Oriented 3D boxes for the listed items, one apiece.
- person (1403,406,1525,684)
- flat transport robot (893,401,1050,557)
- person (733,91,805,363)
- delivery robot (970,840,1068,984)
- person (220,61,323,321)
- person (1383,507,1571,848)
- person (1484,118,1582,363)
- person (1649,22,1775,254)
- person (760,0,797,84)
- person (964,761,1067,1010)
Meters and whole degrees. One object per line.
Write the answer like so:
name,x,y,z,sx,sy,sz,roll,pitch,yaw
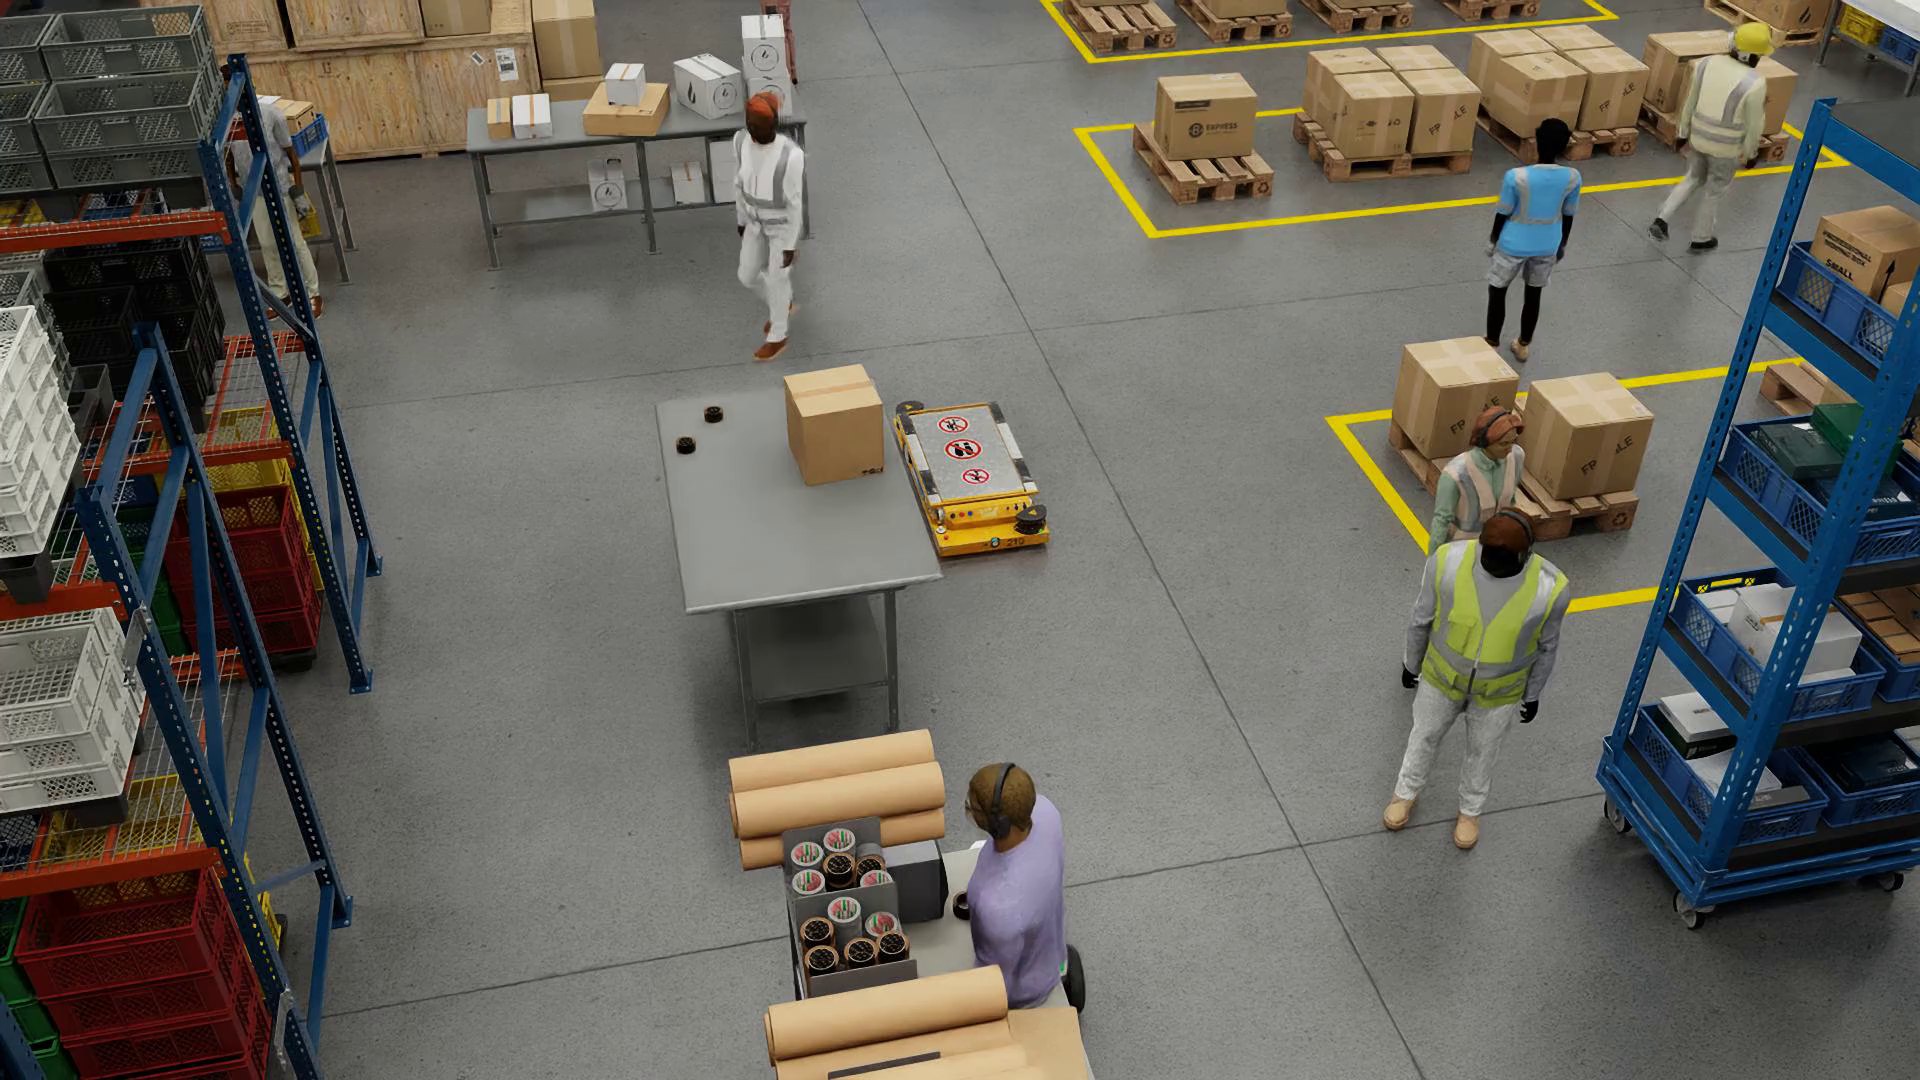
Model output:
person,2.543,0.028,8.362,0.519,1.632,0.315,-18,40,-22
flat transport robot,0.046,-0.430,10.108,0.652,0.197,1.431,-8,37,-10
person,-1.255,-2.071,10.986,0.594,1.869,0.482,20,41,25
delivery robot,0.235,1.591,7.081,0.477,0.478,0.707,-5,37,-6
person,-4.741,-2.375,11.393,0.526,1.869,0.315,1,37,2
person,2.279,0.615,7.399,0.632,1.840,0.429,14,39,18
person,3.753,-1.942,10.961,0.548,1.687,0.322,-4,37,-6
person,5.566,-2.934,12.192,0.490,1.806,0.613,-16,40,-20
person,-1.673,-4.894,14.761,0.400,1.900,0.647,1,37,2
person,0.194,1.552,6.071,0.380,1.930,0.630,9,38,12
